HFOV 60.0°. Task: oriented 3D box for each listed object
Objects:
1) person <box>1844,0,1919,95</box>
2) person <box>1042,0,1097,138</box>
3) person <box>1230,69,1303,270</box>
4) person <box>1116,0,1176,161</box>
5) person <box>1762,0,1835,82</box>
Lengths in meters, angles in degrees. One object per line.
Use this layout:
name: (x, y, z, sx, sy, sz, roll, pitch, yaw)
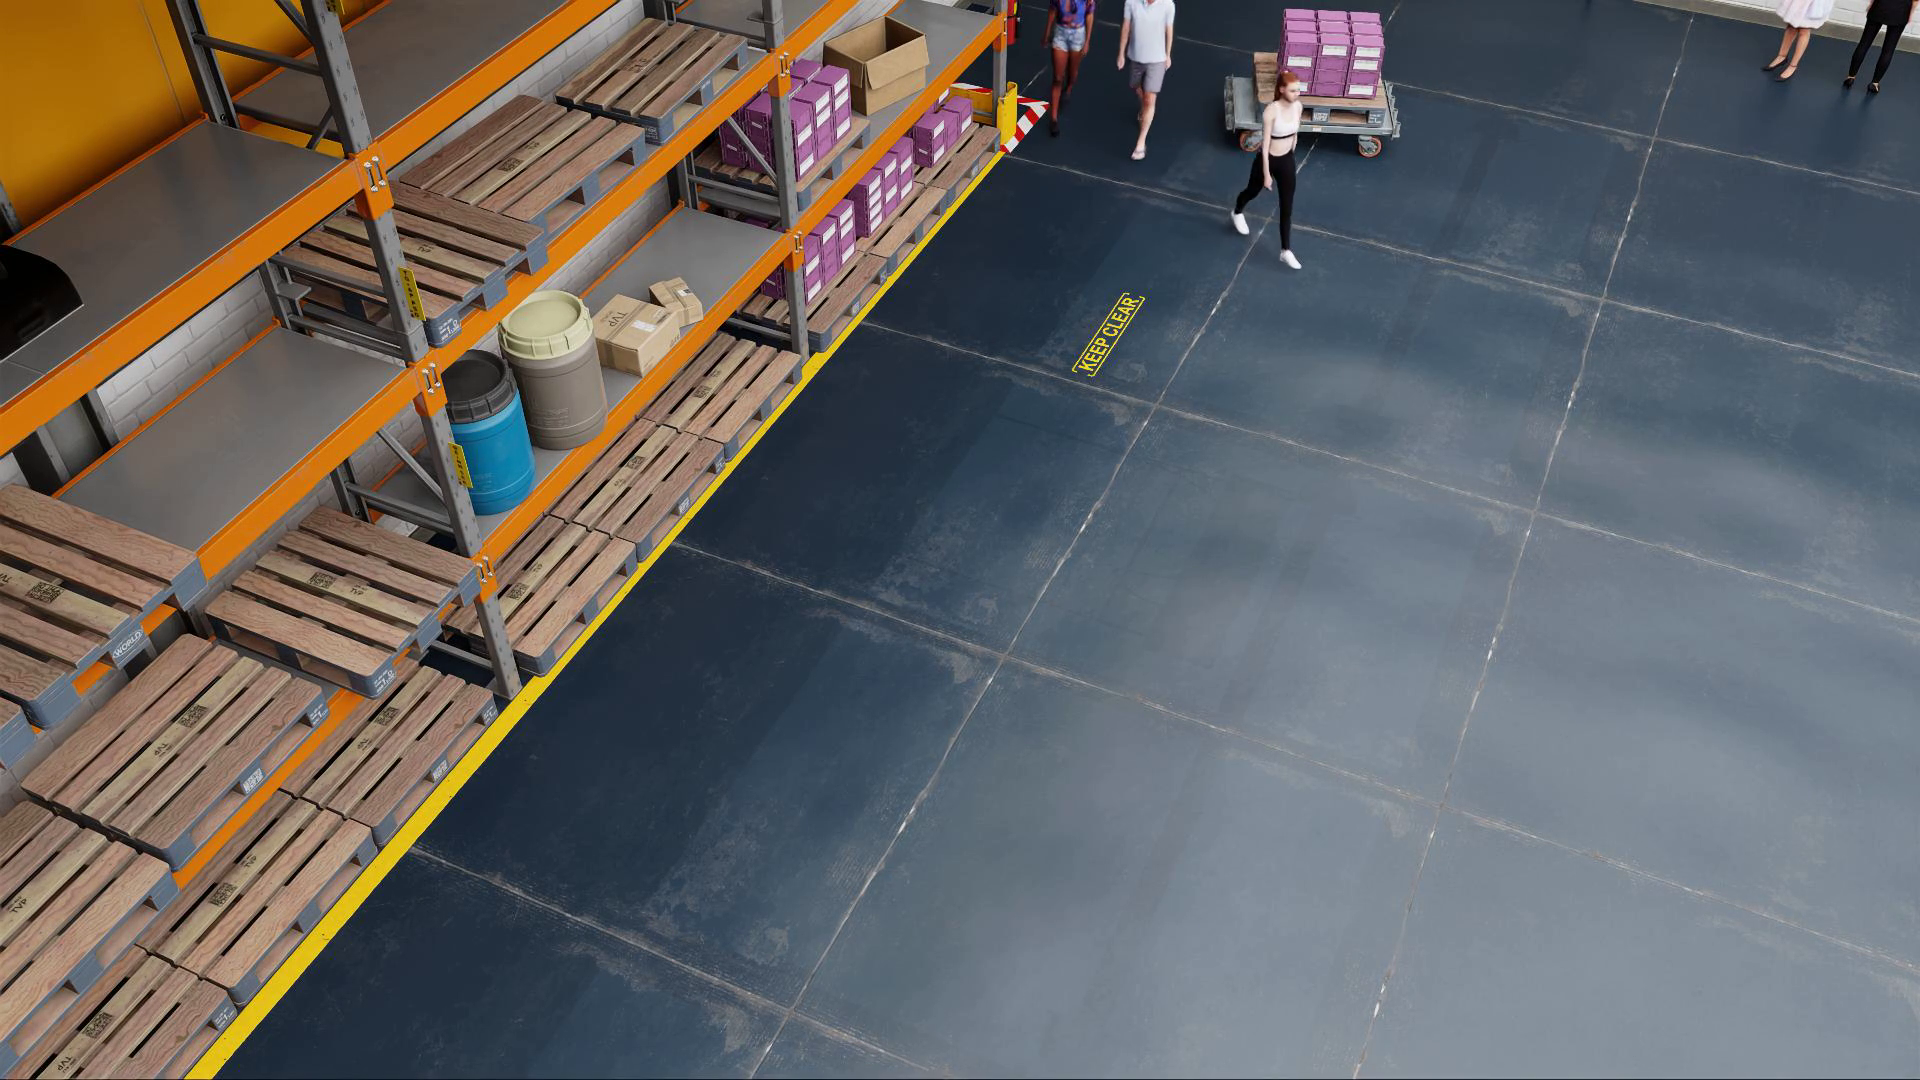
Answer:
person: (9.218, -5.231, 16.493, 0.646, 1.662, 0.622, 28, 50, 26)
person: (1.070, -4.848, 16.061, 0.901, 1.701, 1.178, 5, 44, 6)
person: (2.647, -3.272, 14.412, 1.166, 1.694, 1.158, -18, 47, -18)
person: (1.793, -4.603, 15.736, 0.698, 1.796, 1.161, 16, 46, 16)
person: (8.516, -5.492, 16.652, 0.913, 1.819, 0.843, -7, 44, -7)
